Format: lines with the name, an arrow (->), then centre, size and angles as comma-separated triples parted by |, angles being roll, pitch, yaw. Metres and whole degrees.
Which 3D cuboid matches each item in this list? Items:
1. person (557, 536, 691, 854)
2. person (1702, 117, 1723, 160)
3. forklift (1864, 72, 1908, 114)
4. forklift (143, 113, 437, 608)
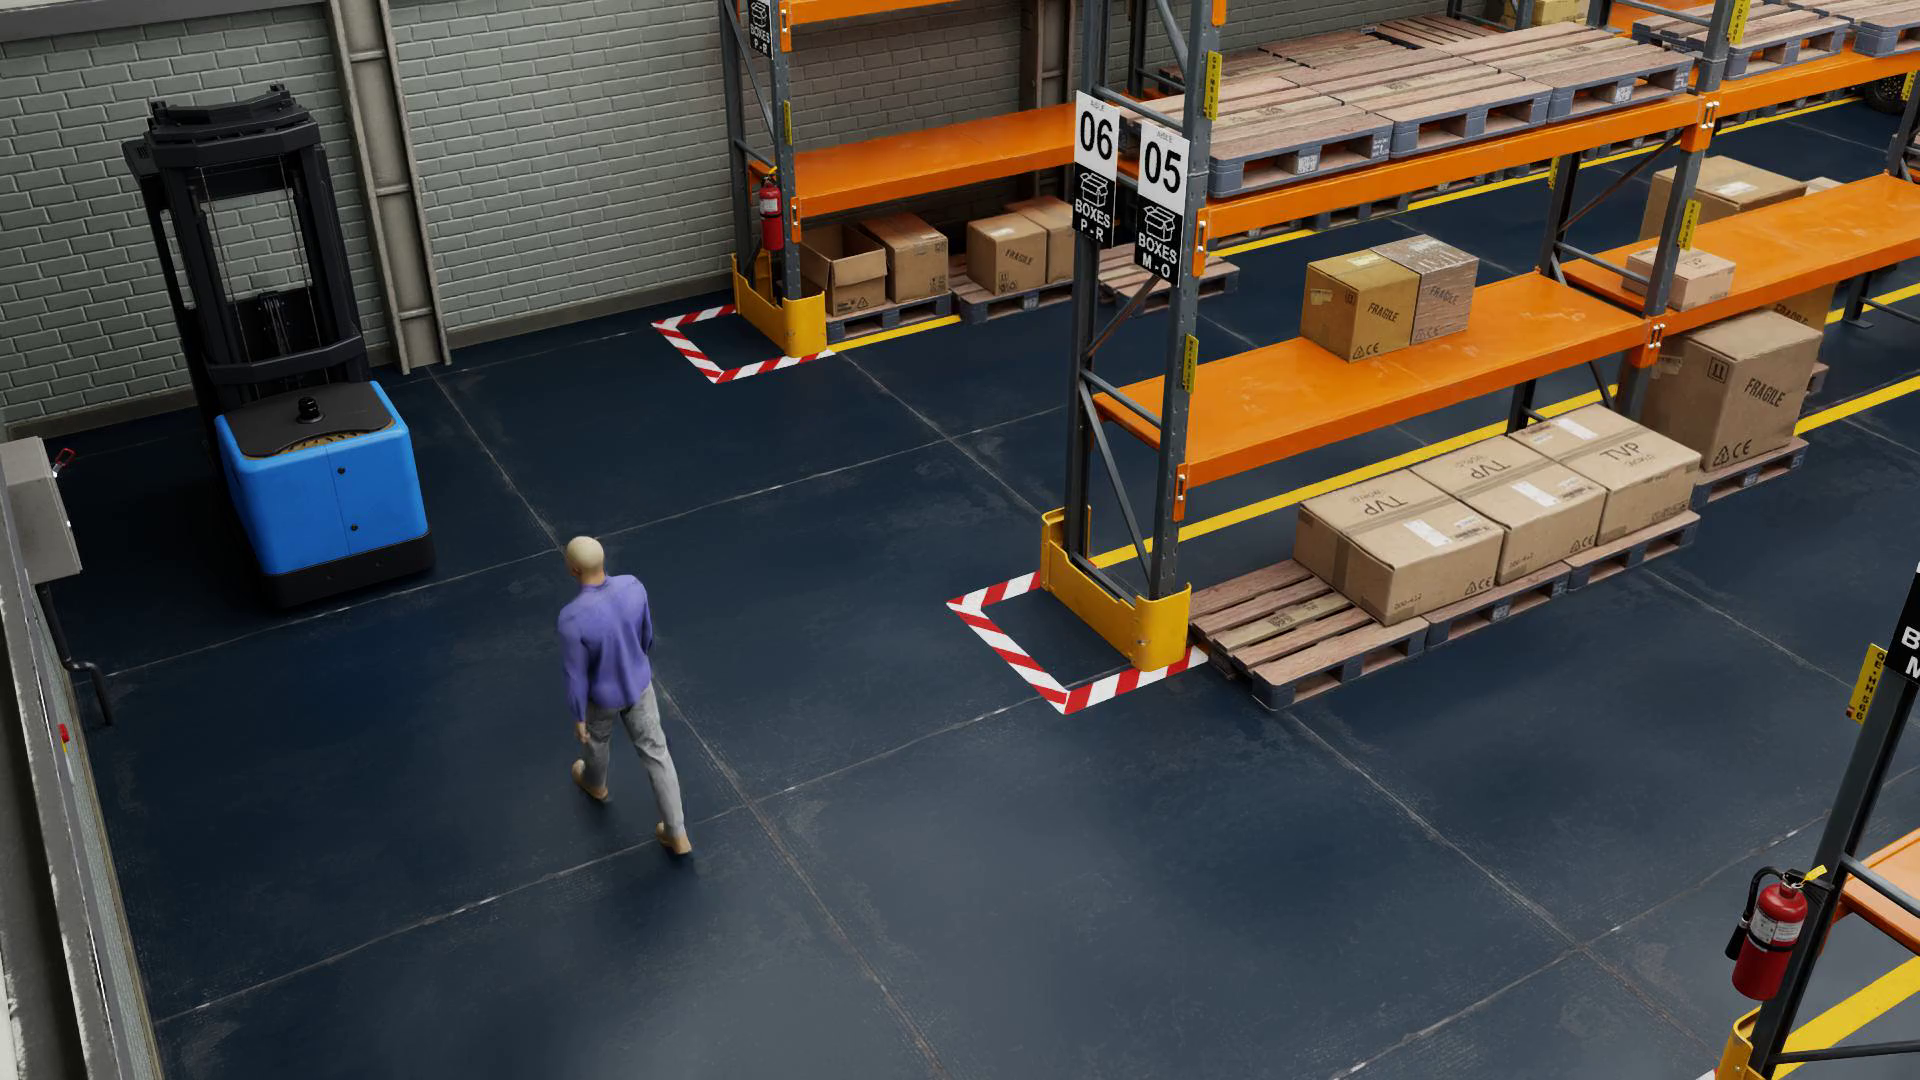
person -> -1.723, 0.747, 8.336 | 0.592, 1.751, 0.990 | -23, 39, -33
person -> 7.198, -4.130, 16.123 | 0.403, 1.852, 0.538 | 10, 33, 16
forklift -> 11.468, -5.645, 18.244 | 1.214, 2.155, 2.313 | -17, 36, -26
forklift -> -4.289, -1.259, 10.509 | 1.129, 2.768, 1.873 | -17, 36, -26
